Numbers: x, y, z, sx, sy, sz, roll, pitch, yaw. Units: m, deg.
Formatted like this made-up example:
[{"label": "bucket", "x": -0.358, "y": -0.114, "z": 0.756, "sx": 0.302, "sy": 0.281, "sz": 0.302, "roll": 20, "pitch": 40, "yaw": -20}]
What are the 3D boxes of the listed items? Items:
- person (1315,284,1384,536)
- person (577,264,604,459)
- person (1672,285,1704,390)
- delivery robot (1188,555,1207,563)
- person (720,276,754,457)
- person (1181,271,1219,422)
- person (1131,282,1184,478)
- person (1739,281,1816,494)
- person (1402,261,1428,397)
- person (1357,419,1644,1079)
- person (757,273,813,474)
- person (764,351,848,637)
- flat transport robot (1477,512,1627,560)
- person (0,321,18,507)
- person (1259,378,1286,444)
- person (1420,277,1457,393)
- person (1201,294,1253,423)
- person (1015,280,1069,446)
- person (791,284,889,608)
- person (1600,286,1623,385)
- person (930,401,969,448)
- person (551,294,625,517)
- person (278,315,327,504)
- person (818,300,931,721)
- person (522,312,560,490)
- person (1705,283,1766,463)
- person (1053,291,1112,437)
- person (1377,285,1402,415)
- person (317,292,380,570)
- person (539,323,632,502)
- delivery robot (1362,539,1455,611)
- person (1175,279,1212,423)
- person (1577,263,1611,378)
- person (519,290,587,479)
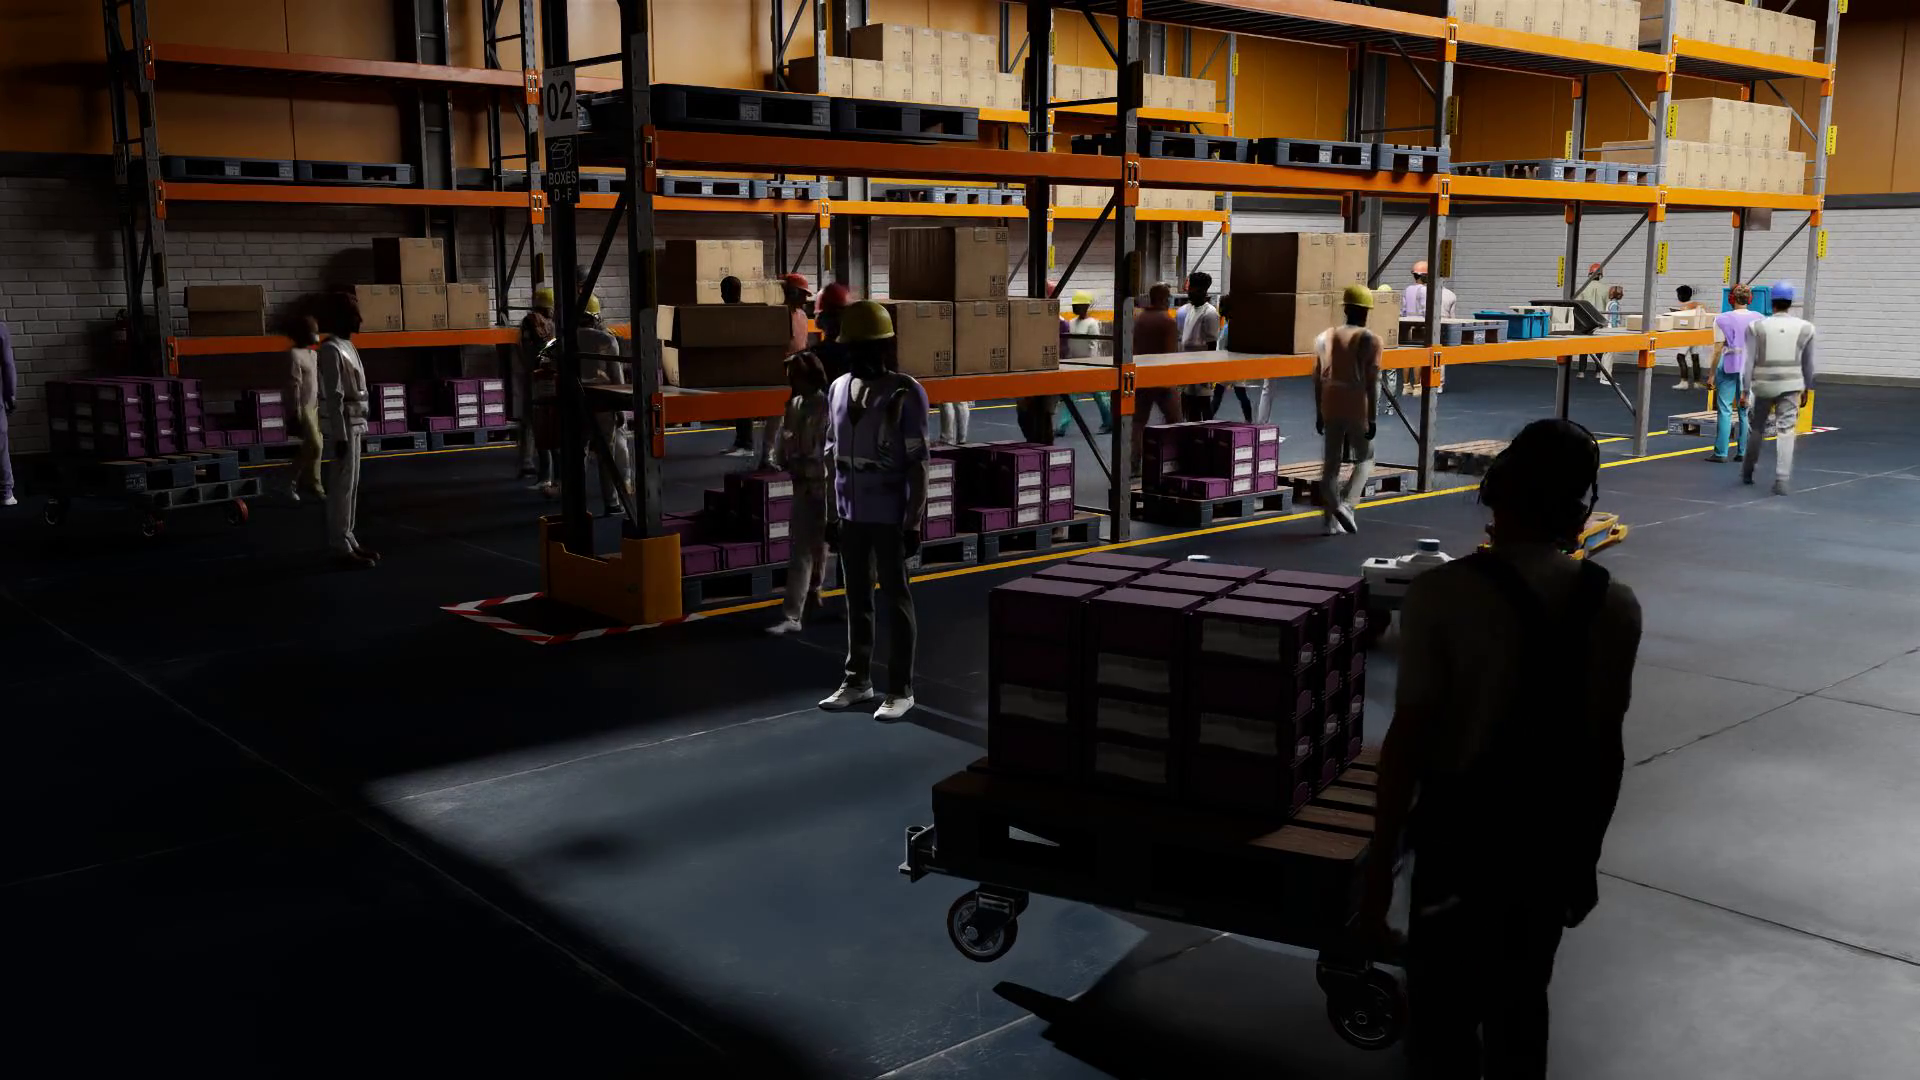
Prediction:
[{"label": "person", "x": 2.944, "y": -0.973, "z": 12.616, "sx": 0.597, "sy": 1.909, "sz": 0.448, "roll": 8, "pitch": 13, "yaw": 40}, {"label": "person", "x": -3.964, "y": -1.887, "z": 17.588, "sx": 0.683, "sy": 2.000, "sz": 0.536, "roll": 9, "pitch": 13, "yaw": 41}, {"label": "person", "x": 11.682, "y": -3.233, "z": 26.574, "sx": 0.669, "sy": 1.670, "sz": 0.322, "roll": -5, "pitch": 11, "yaw": -26}, {"label": "delivery robot", "x": 1.241, "y": 0.323, "z": 8.718, "sx": 0.707, "sy": 0.478, "sz": 0.477, "roll": -2, "pitch": 10, "yaw": -9}, {"label": "person", "x": -2.354, "y": -1.838, "z": 17.674, "sx": 0.391, "sy": 1.913, "sz": 0.587, "roll": -3, "pitch": 10, "yaw": -16}, {"label": "person", "x": 2.526, "y": -1.863, "z": 17.661, "sx": 0.367, "sy": 1.966, "sz": 0.607, "roll": -3, "pitch": 10, "yaw": -18}, {"label": "person", "x": 1.960, "y": -1.539, "z": 16.052, "sx": 0.907, "sy": 1.873, "sz": 0.654, "roll": -9, "pitch": 13, "yaw": -43}, {"label": "person", "x": 7.419, "y": -1.395, "z": 15.136, "sx": 0.644, "sy": 1.888, "sz": 1.014, "roll": 3, "pitch": 10, "yaw": 16}, {"label": "person", "x": 6.933, "y": -3.179, "z": 25.142, "sx": 0.381, "sy": 2.045, "sz": 0.605, "roll": -3, "pitch": 10, "yaw": -19}, {"label": "person", "x": 1.058, "y": 0.676, "z": 3.314, "sx": 0.669, "sy": 1.806, "sz": 0.468, "roll": -3, "pitch": 10, "yaw": -15}, {"label": "person", "x": -1.704, "y": -1.625, "z": 16.308, "sx": 0.403, "sy": 1.957, "sz": 0.778, "roll": 6, "pitch": 11, "yaw": 30}, {"label": "person", "x": -0.791, "y": -0.277, "z": 9.483, "sx": 0.529, "sy": 1.592, "sz": 0.838, "roll": 8, "pitch": 12, "yaw": 38}, {"label": "flat transport robot", "x": 4.310, "y": -0.058, "z": 12.052, "sx": 0.652, "sy": 0.197, "sz": 1.431, "roll": 7, "pitch": 12, "yaw": 35}, {"label": "person", "x": -8.296, "y": -1.206, "z": 13.994, "sx": 0.651, "sy": 1.907, "sz": 0.409, "roll": -6, "pitch": 11, "yaw": -32}, {"label": "person", "x": 3.585, "y": -2.038, "z": 18.990, "sx": 0.335, "sy": 1.865, "sz": 0.519, "roll": 4, "pitch": 10, "yaw": 20}, {"label": "person", "x": 7.336, "y": -3.210, "z": 25.771, "sx": 0.652, "sy": 1.896, "sz": 0.402, "roll": 0, "pitch": 10, "yaw": -3}, {"label": "person", "x": 3.152, "y": -2.100, "z": 19.926, "sx": 0.847, "sy": 1.651, "sz": 0.551, "roll": 1, "pitch": 10, "yaw": 3}, {"label": "person", "x": 0.757, "y": -1.522, "z": 15.800, "sx": 0.565, "sy": 1.918, "sz": 0.402, "roll": 3, "pitch": 10, "yaw": 19}, {"label": "person", "x": -0.714, "y": -0.534, "z": 9.913, "sx": 0.632, "sy": 1.957, "sz": 0.809, "roll": -2, "pitch": 10, "yaw": -12}, {"label": "person", "x": 10.764, "y": -3.374, "z": 27.464, "sx": 0.315, "sy": 1.640, "sz": 0.515, "roll": 2, "pitch": 10, "yaw": 13}, {"label": "person", "x": -0.075, "y": -1.906, "z": 18.144, "sx": 0.765, "sy": 1.893, "sz": 0.467, "roll": -8, "pitch": 13, "yaw": -41}, {"label": "person", "x": -3.011, "y": -1.094, "z": 13.546, "sx": 0.588, "sy": 1.835, "sz": 0.403, "roll": 1, "pitch": 10, "yaw": 4}, {"label": "person", "x": -5.564, "y": -1.100, "z": 14.172, "sx": 0.373, "sy": 1.620, "sz": 0.527, "roll": 0, "pitch": 10, "yaw": 2}, {"label": "person", "x": -0.407, "y": -0.135, "z": 7.668, "sx": 0.589, "sy": 1.925, "sz": 0.373, "roll": 7, "pitch": 12, "yaw": 36}, {"label": "person", "x": -3.769, "y": -1.230, "z": 14.964, "sx": 0.288, "sy": 1.626, "sz": 0.498, "roll": -9, "pitch": 13, "yaw": -42}, {"label": "person", "x": 7.965, "y": -1.702, "z": 17.069, "sx": 0.571, "sy": 1.844, "sz": 0.376, "roll": -1, "pitch": 10, "yaw": -7}, {"label": "person", "x": 1.466, "y": -2.080, "z": 19.664, "sx": 0.924, "sy": 1.724, "sz": 0.535, "roll": -7, "pitch": 12, "yaw": -37}, {"label": "person", "x": 5.658, "y": -2.540, "z": 22.284, "sx": 0.487, "sy": 1.744, "sz": 0.294, "roll": -3, "pitch": 10, "yaw": -16}, {"label": "person", "x": -4.194, "y": -0.744, "z": 11.353, "sx": 0.337, "sy": 1.882, "sz": 0.585, "roll": -2, "pitch": 10, "yaw": -10}, {"label": "person", "x": -3.222, "y": -1.217, "z": 14.441, "sx": 0.646, "sy": 1.784, "sz": 0.980, "roll": 6, "pitch": 12, "yaw": 33}, {"label": "delivery robot", "x": 2.593, "y": 0.239, "z": 9.211, "sx": 0.707, "sy": 0.478, "sz": 0.477, "roll": 4, "pitch": 10, "yaw": 21}, {"label": "person", "x": 2.587, "y": -1.954, "z": 18.285, "sx": 0.373, "sy": 1.935, "sz": 0.550, "roll": 7, "pitch": 12, "yaw": 37}, {"label": "person", "x": 11.079, "y": -3.830, "z": 29.096, "sx": 0.611, "sy": 1.995, "sz": 0.380, "roll": 3, "pitch": 10, "yaw": 17}, {"label": "person", "x": -3.943, "y": -1.493, "z": 16.004, "sx": 0.641, "sy": 1.786, "sz": 0.827, "roll": 7, "pitch": 12, "yaw": 35}]
